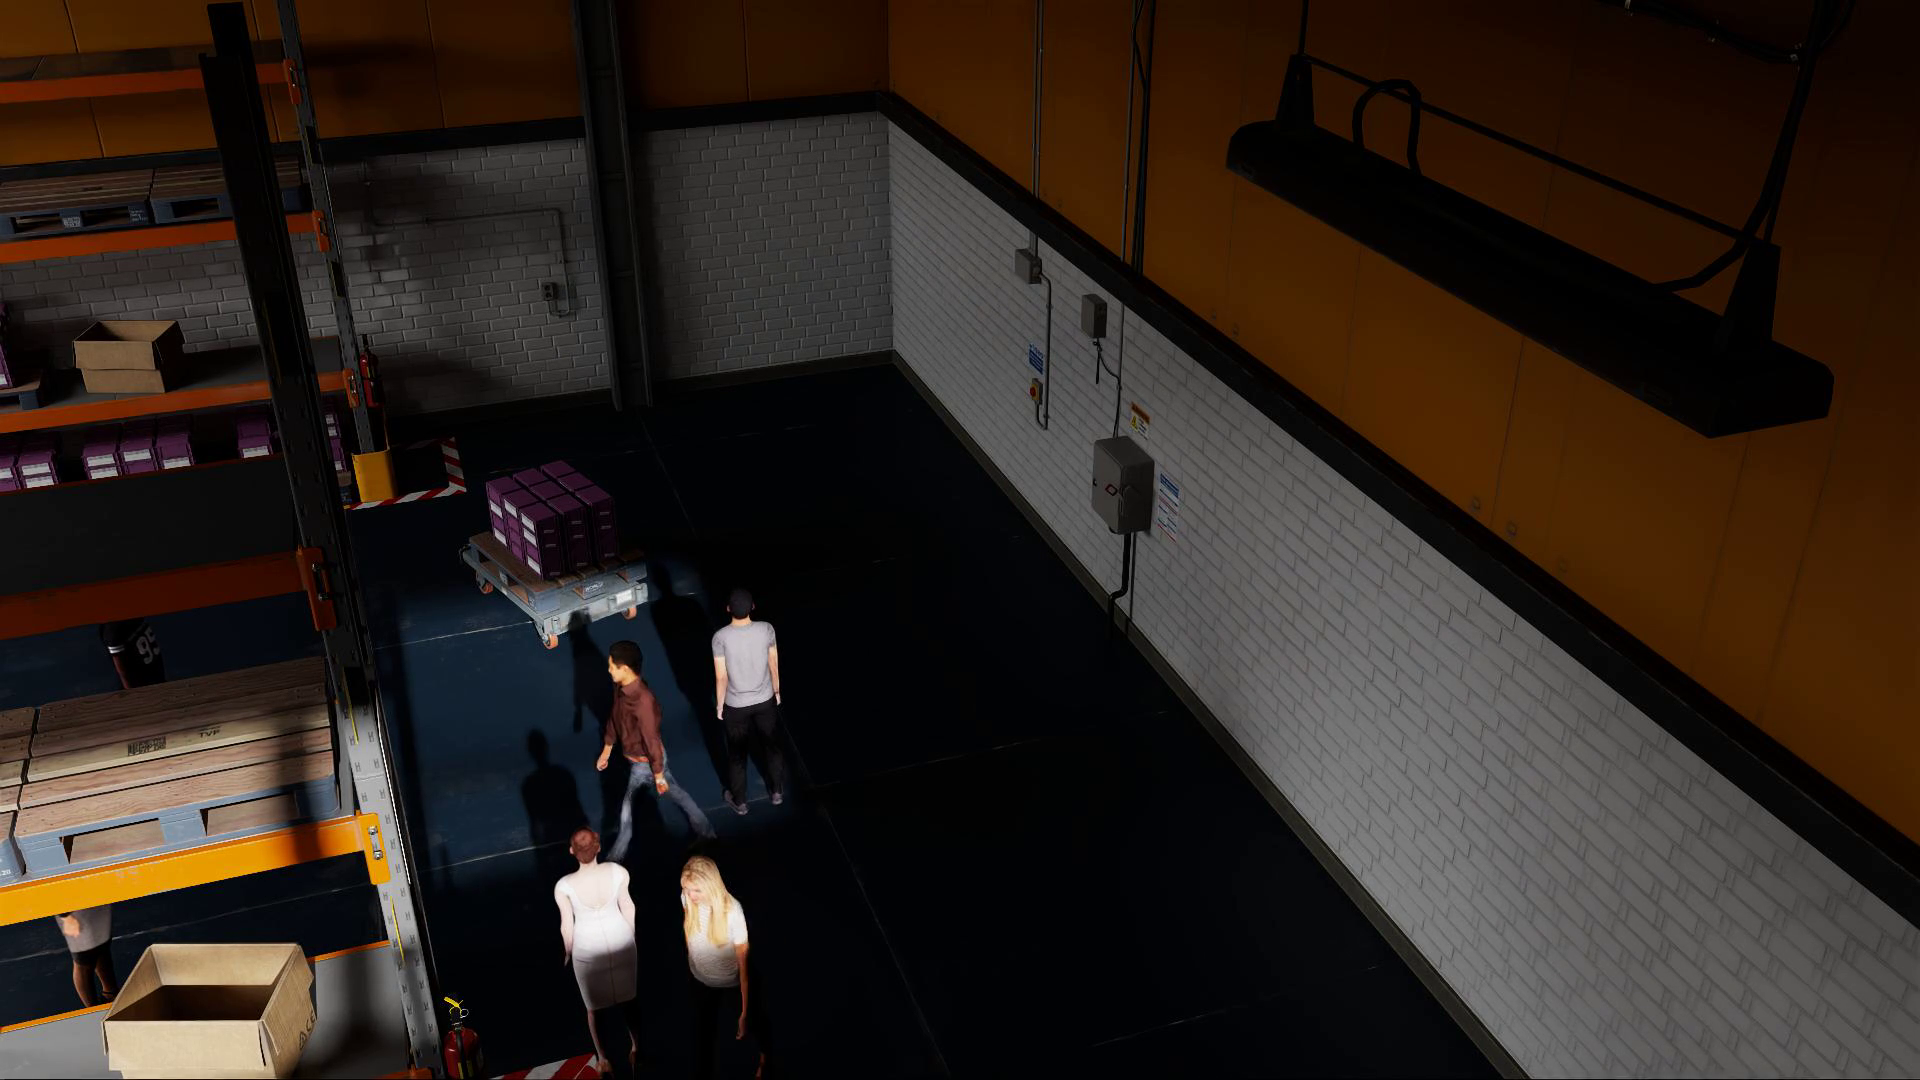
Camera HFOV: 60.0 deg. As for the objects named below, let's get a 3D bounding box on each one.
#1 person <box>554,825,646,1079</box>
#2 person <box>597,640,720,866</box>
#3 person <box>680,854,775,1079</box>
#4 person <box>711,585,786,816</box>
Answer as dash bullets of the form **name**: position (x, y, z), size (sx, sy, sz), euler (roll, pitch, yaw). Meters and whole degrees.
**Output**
- **person**: position (-1.957, 2.267, 9.109), size (0.413, 1.791, 0.634), euler (-10, 30, -18)
- **person**: position (-1.938, 1.411, 10.755), size (1.206, 1.716, 0.703), euler (-13, 31, -23)
- **person**: position (-1.224, 2.334, 8.998), size (1.097, 1.779, 1.129), euler (10, 30, 17)
- **person**: position (-1.441, 1.077, 11.328), size (0.498, 1.755, 0.678), euler (-12, 31, -21)
